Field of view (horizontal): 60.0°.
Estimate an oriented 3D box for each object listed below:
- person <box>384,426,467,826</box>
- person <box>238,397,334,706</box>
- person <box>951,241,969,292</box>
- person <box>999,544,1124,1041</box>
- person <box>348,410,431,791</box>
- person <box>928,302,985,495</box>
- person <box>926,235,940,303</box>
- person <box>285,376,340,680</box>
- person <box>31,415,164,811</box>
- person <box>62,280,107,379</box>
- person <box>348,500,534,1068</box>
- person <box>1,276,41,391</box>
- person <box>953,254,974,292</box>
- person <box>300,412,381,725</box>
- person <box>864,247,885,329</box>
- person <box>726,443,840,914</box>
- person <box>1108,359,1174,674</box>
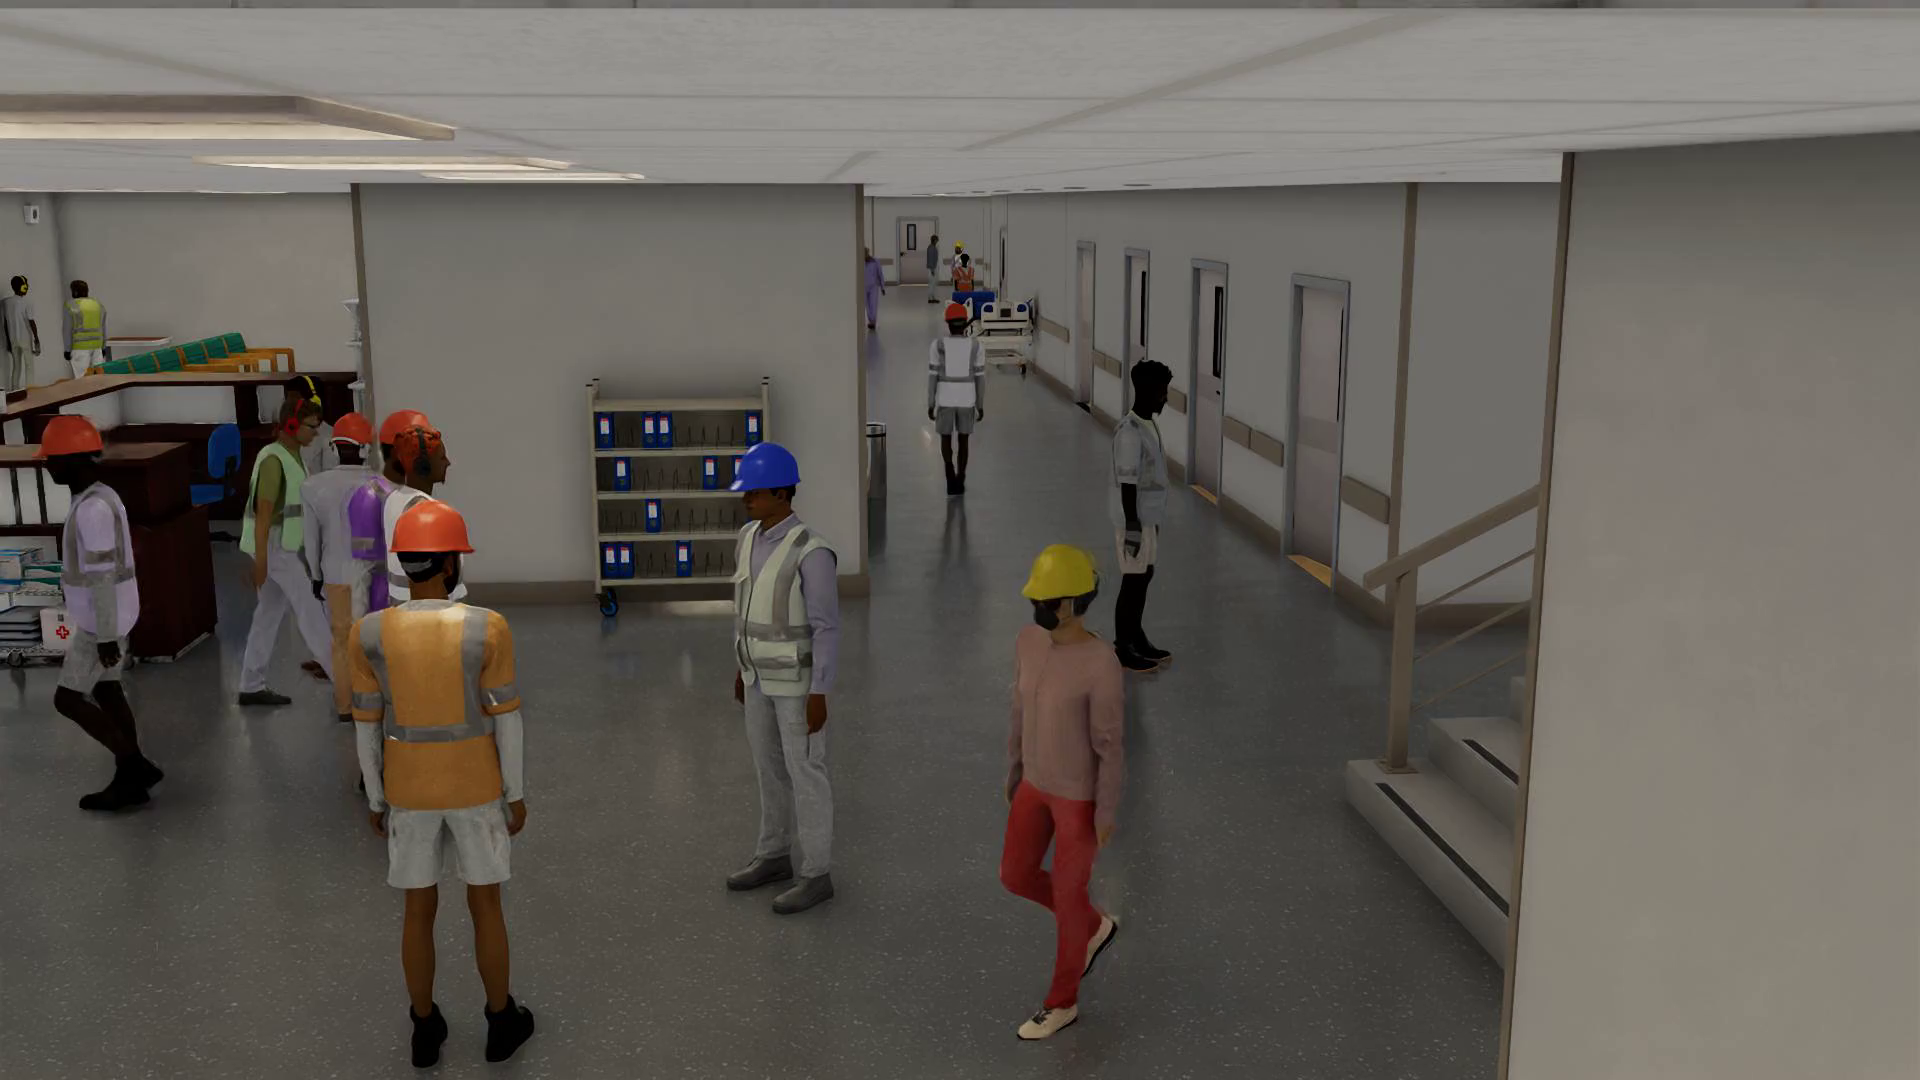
[{"bbox_3d":[-2.474,0.403,7.780,0.355,1.882,0.576,-8,14,-35],"label":"person"},{"bbox_3d":[-3.787,0.082,9.589,0.927,1.783,0.644,-3,12,-13],"label":"person"},{"bbox_3d":[-0.036,-6.985,43.995,0.404,1.837,0.587,-11,16,-42],"label":"person"},{"bbox_3d":[0.382,0.863,5.828,0.459,1.754,0.540,-9,15,-37],"label":"person"},{"bbox_3d":[-2.678,0.321,8.120,0.713,1.901,0.571,1,12,7],"label":"person"},{"bbox_3d":[-0.034,-1.369,16.363,0.568,1.915,0.652,0,12,-2],"label":"person"},{"bbox_3d":[-0.768,-7.686,47.208,0.384,1.930,0.634,1,12,4],"label":"person"},{"bbox_3d":[-3.911,-0.081,10.204,0.326,1.863,0.508,-9,14,-36],"label":"person"},{"bbox_3d":[-4.102,0.367,7.864,0.409,1.918,0.564,-5,13,-23],"label":"person"},{"bbox_3d":[-11.959,-2.630,22.737,0.429,1.837,0.630,5,13,25],"label":"person"},{"bbox_3d":[-1.732,0.825,5.600,0.542,1.930,0.375,-1,12,-4],"label":"person"},{"bbox_3d":[-13.210,-2.785,23.440,0.524,1.856,0.336,2,12,10],"label":"person"},{"bbox_3d":[0.099,-5.708,38.099,0.540,1.695,0.317,-6,13,-27],"label":"person"},{"bbox_3d":[-3.336,0.164,9.264,0.573,1.750,0.330,-1,12,-6],"label":"person"},{"bbox_3d":[-2.068,-5.721,37.830,0.687,1.840,0.983,2,12,10],"label":"person"},{"bbox_3d":[-0.744,0.561,6.849,0.404,1.945,0.615,-10,15,-40],"label":"person"},{"bbox_3d":[1.117,-0.144,10.292,0.389,1.951,0.620,4,12,17],"label":"person"}]
